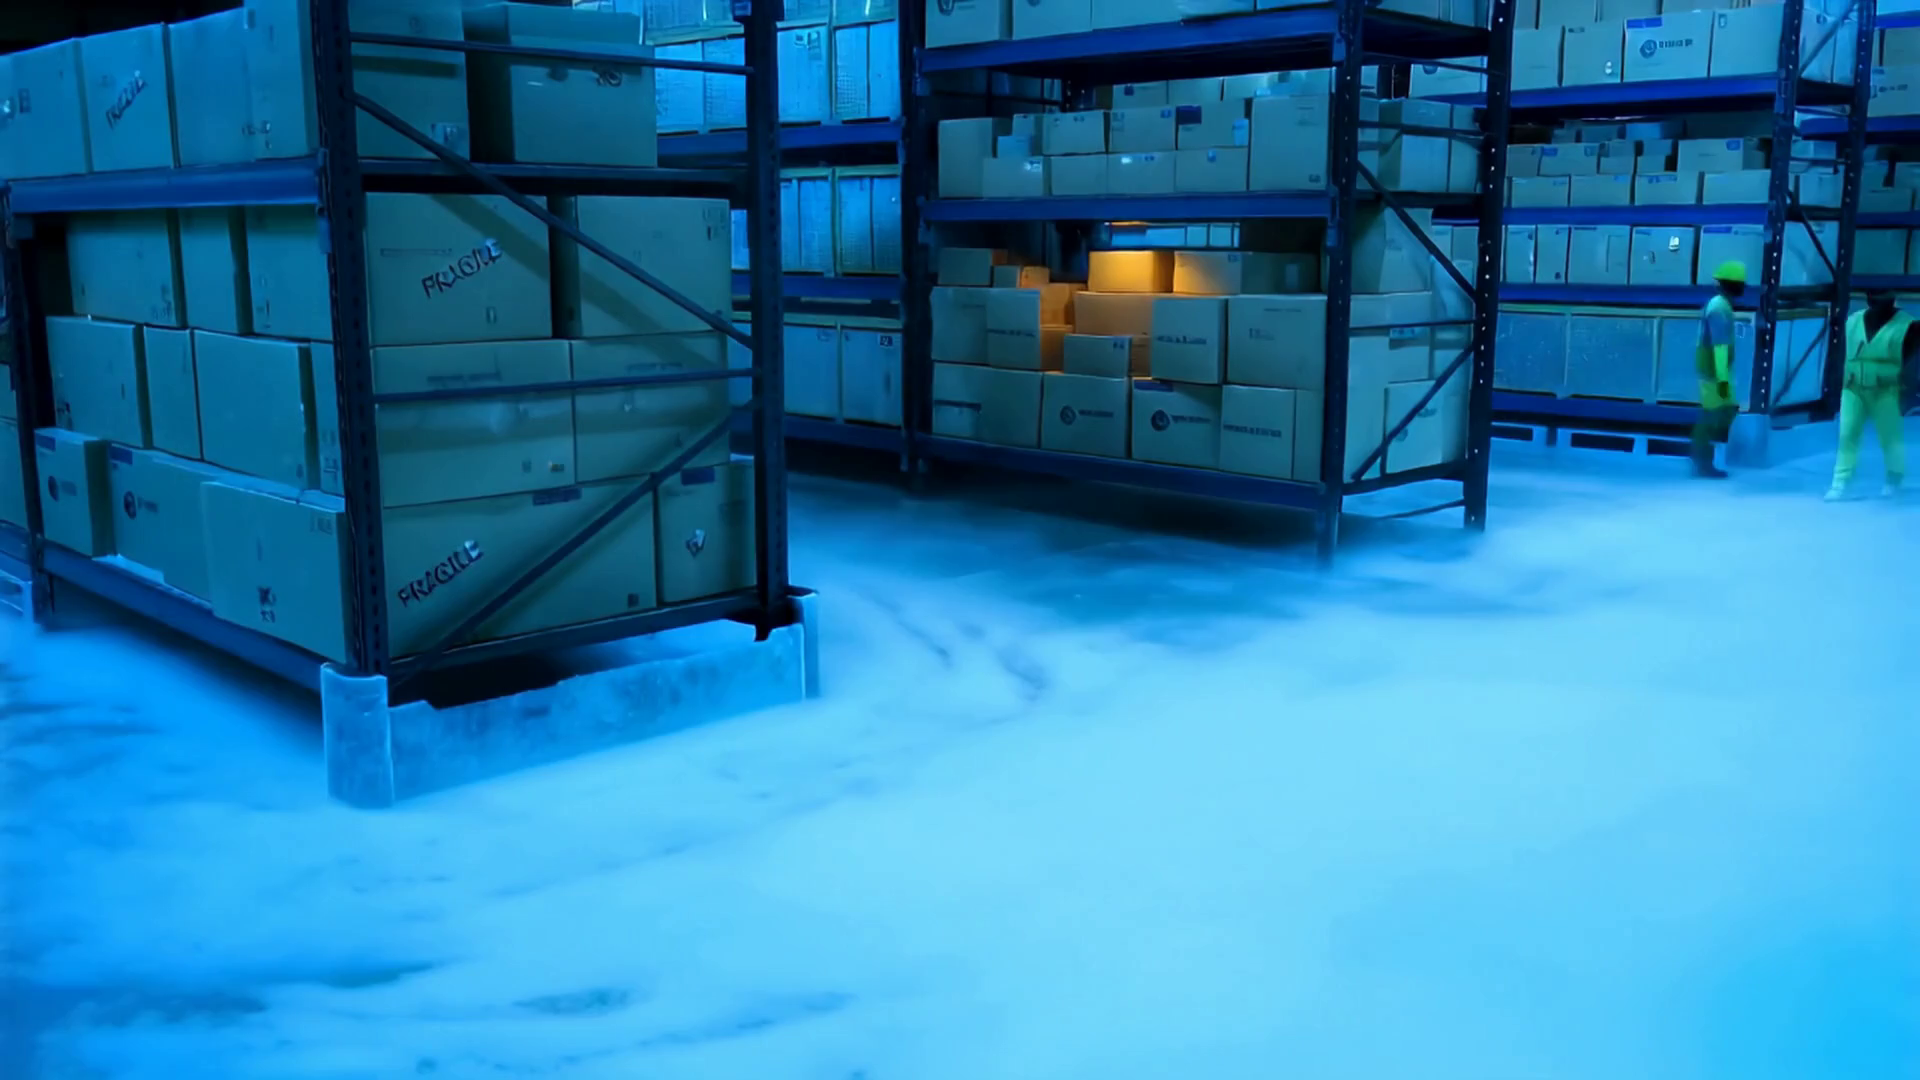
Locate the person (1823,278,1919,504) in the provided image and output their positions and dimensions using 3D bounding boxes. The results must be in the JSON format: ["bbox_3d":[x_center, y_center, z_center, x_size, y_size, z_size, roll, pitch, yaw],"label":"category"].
[{"bbox_3d":[7.349,-1.192,13.327,0.950,1.798,0.641,-8,13,-37],"label":"person"}]

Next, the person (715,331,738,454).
[{"bbox_3d":[-1.624,-0.690,10.294,0.619,1.910,0.911,-7,12,-32],"label":"person"}]

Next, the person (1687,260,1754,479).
[{"bbox_3d":[6.641,-1.476,14.529,0.434,1.914,0.577,4,11,22],"label":"person"}]
